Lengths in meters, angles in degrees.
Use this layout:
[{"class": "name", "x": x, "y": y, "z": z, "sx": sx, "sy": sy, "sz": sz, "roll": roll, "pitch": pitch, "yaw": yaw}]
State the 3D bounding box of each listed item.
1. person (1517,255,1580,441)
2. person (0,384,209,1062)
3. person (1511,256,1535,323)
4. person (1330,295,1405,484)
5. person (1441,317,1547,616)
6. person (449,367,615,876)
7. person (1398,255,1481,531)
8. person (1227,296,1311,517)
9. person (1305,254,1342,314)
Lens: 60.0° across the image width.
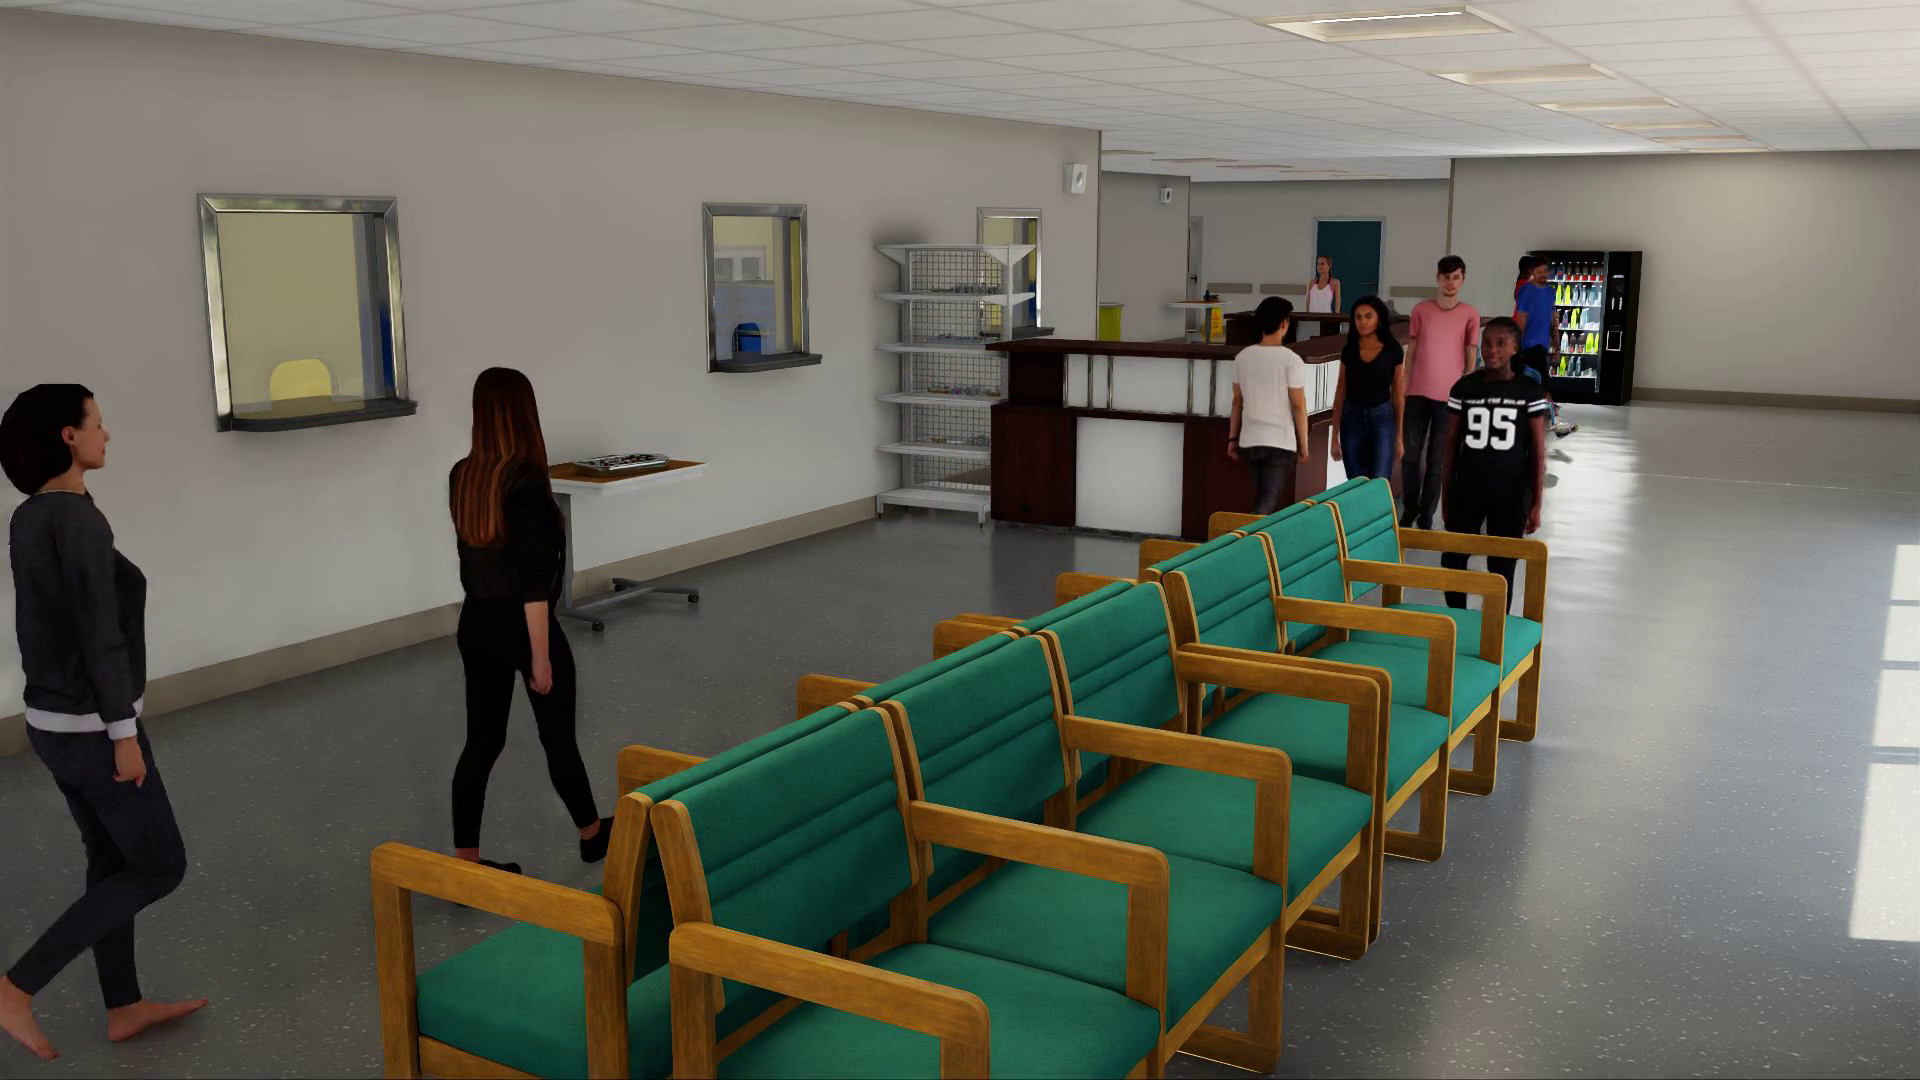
[{"class": "person", "x": 5.650, "y": -1.893, "z": 16.629, "sx": 1.015, "sy": 1.814, "sz": 1.259, "roll": -8, "pitch": 13, "yaw": -36}, {"class": "person", "x": -2.276, "y": 0.493, "z": 4.200, "sx": 0.824, "sy": 1.760, "sz": 0.790, "roll": 10, "pitch": 15, "yaw": 42}, {"class": "person", "x": 6.695, "y": -2.522, "z": 20.093, "sx": 0.954, "sy": 1.758, "sz": 0.669, "roll": 7, "pitch": 13, "yaw": 33}, {"class": "person", "x": 2.506, "y": -0.612, "z": 10.203, "sx": 1.113, "sy": 1.692, "sz": 0.770, "roll": 4, "pitch": 11, "yaw": 19}, {"class": "person", "x": 2.545, "y": -0.193, "z": 7.911, "sx": 0.592, "sy": 1.724, "sz": 0.708, "roll": 5, "pitch": 12, "yaw": 26}, {"class": "person", "x": -1.505, "y": 0.322, "z": 5.302, "sx": 0.919, "sy": 1.684, "sz": 0.746, "roll": 8, "pitch": 13, "yaw": 36}, {"class": "person", "x": 3.242, "y": -0.950, "z": 11.314, "sx": 0.664, "sy": 1.942, "sz": 0.791, "roll": 4, "pitch": 12, "yaw": 22}, {"class": "person", "x": 1.801, "y": -0.583, "z": 9.984, "sx": 0.899, "sy": 1.688, "sz": 1.097, "roll": -10, "pitch": 15, "yaw": -43}, {"class": "person", "x": 4.501, "y": -2.648, "z": 20.679, "sx": 0.486, "sy": 1.788, "sz": 0.682, "roll": 8, "pitch": 13, "yaw": 35}]
